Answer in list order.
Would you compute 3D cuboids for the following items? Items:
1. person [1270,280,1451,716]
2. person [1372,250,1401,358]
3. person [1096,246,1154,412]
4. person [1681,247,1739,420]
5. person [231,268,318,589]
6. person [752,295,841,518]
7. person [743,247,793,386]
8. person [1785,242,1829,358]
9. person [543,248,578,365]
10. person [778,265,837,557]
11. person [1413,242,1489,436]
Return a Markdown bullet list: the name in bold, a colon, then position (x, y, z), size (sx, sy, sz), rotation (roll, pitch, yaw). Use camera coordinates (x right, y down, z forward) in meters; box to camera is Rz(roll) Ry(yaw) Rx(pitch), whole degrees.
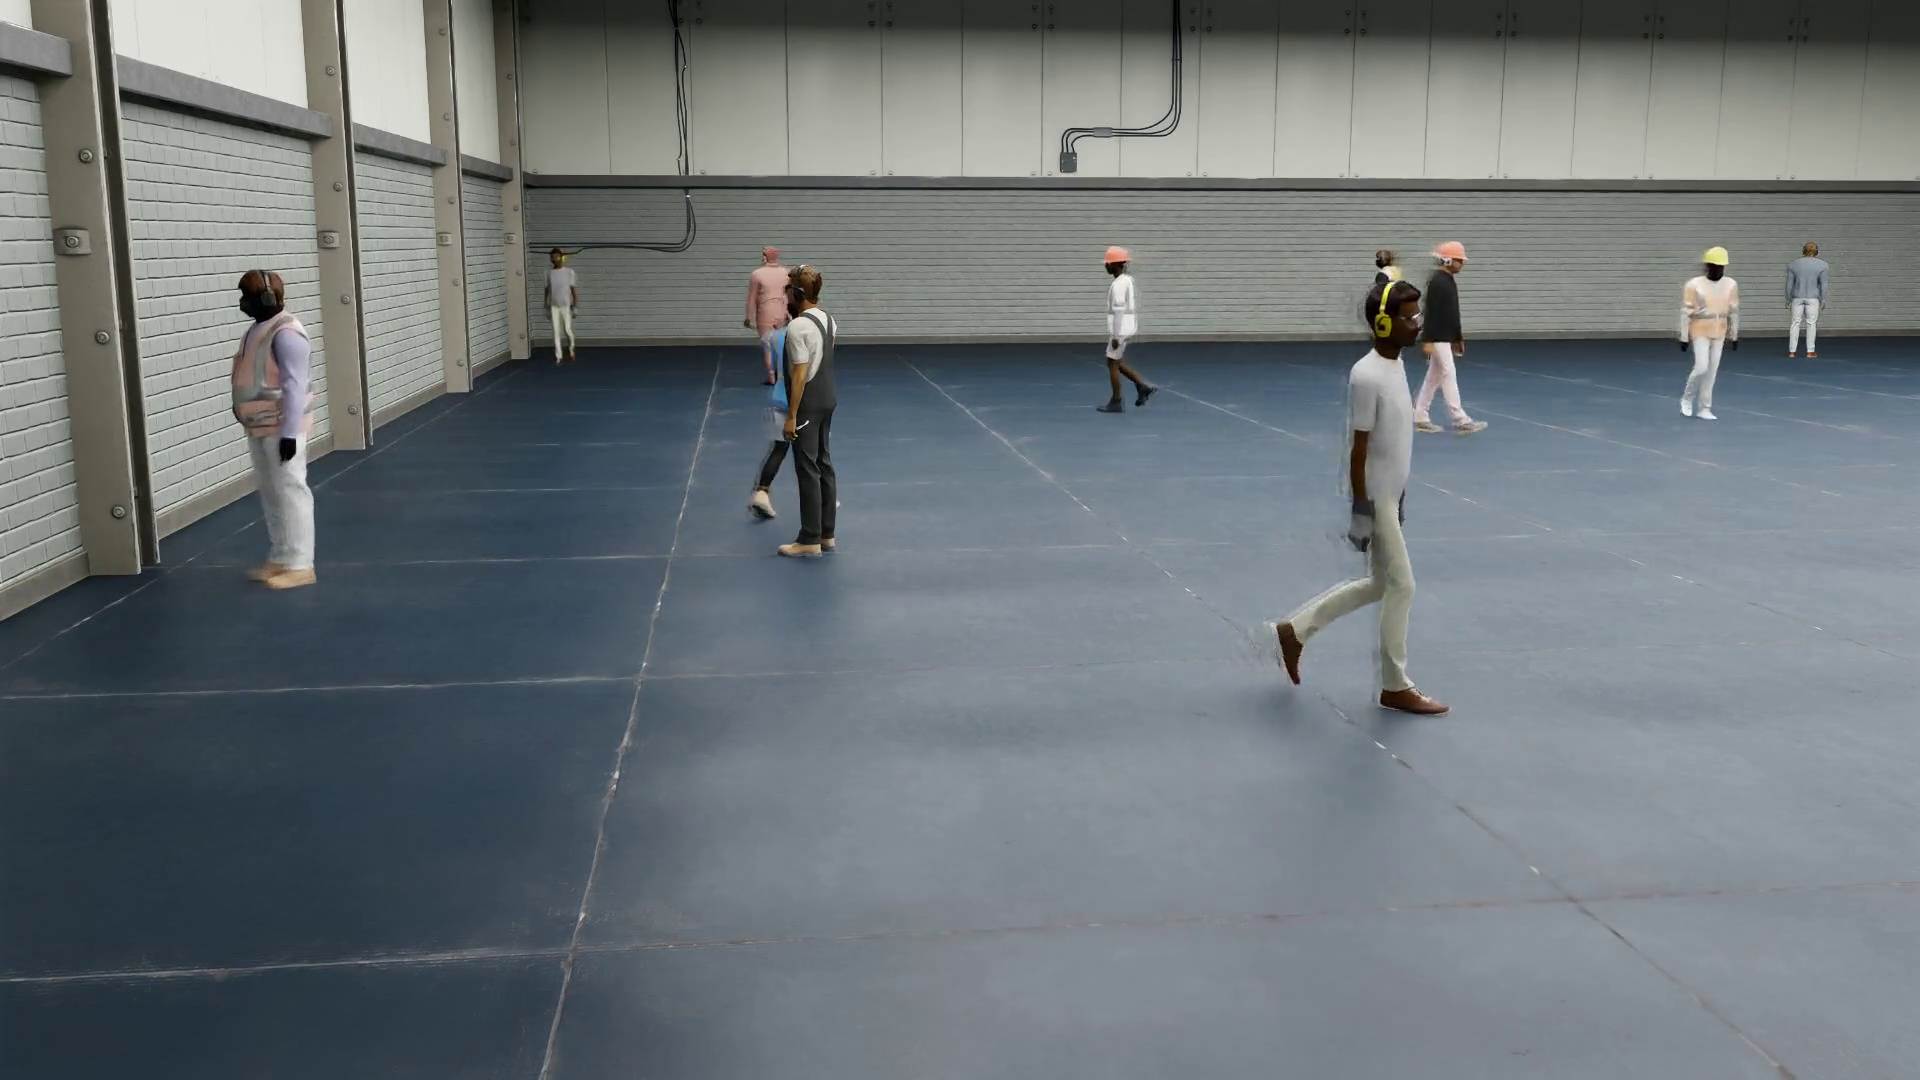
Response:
- **person**: position (1.743, -0.187, 7.135), size (0.749, 1.846, 0.526), rotation (5, 11, 26)
- **person**: position (6.532, -3.553, 25.636), size (0.439, 1.823, 0.651), rotation (7, 12, 32)
- **person**: position (1.891, -2.416, 19.154), size (0.569, 1.918, 0.566), rotation (3, 11, 14)
- **person**: position (8.298, -2.270, 18.385), size (0.603, 1.913, 0.422), rotation (-2, 10, -9)
- **person**: position (-3.979, -0.643, 9.645), size (0.429, 1.842, 0.631), rotation (-9, 14, -41)
- **person**: position (-1.204, -0.983, 12.022), size (0.533, 1.659, 0.855), rotation (6, 12, 30)
- **person**: position (-2.640, -3.056, 22.758), size (0.647, 1.886, 0.568), rotation (-8, 13, -39)
- **person**: position (14.229, -4.036, 27.978), size (0.636, 1.938, 0.354), rotation (7, 13, 34)
- **person**: position (-6.353, -3.711, 26.433), size (0.533, 1.855, 0.526), rotation (0, 10, -1)
- **person**: position (-0.969, -0.812, 10.561), size (0.345, 1.846, 0.508), rotation (4, 11, 20)
- **person**: position (5.046, -2.048, 16.999), size (0.829, 1.959, 0.648), rotation (6, 12, 29)
